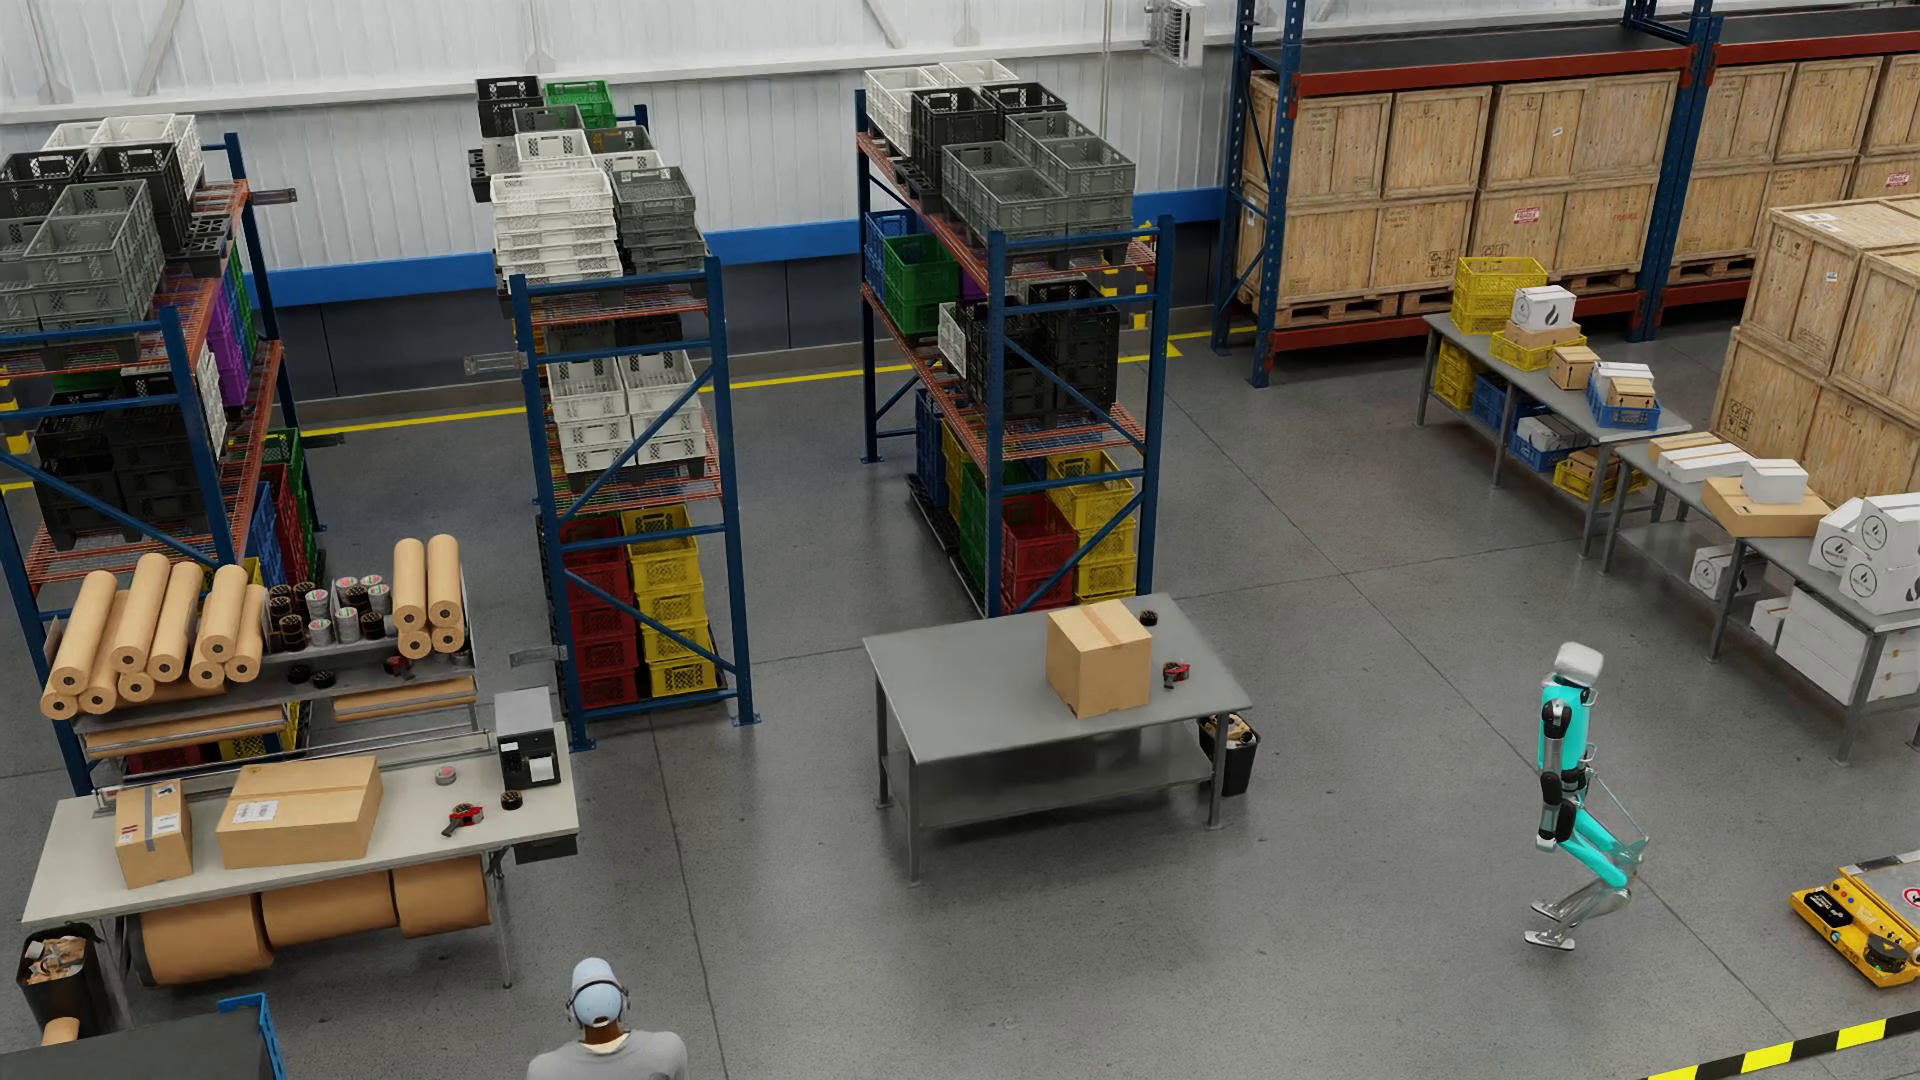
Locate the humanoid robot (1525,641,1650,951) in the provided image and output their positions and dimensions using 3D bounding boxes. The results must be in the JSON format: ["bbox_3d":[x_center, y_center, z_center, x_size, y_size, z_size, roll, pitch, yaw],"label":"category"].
[{"bbox_3d":[3.114,1.307,8.116,0.735,1.681,0.533,15,32,26],"label":"humanoid robot"}]

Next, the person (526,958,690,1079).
[{"bbox_3d":[-1.280,2.325,6.287,0.588,1.852,0.374,-9,30,-15],"label":"person"}]

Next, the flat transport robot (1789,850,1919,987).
[{"bbox_3d":[5.163,1.916,8.676,1.431,0.231,0.659,-8,30,-14],"label":"flat transport robot"}]
